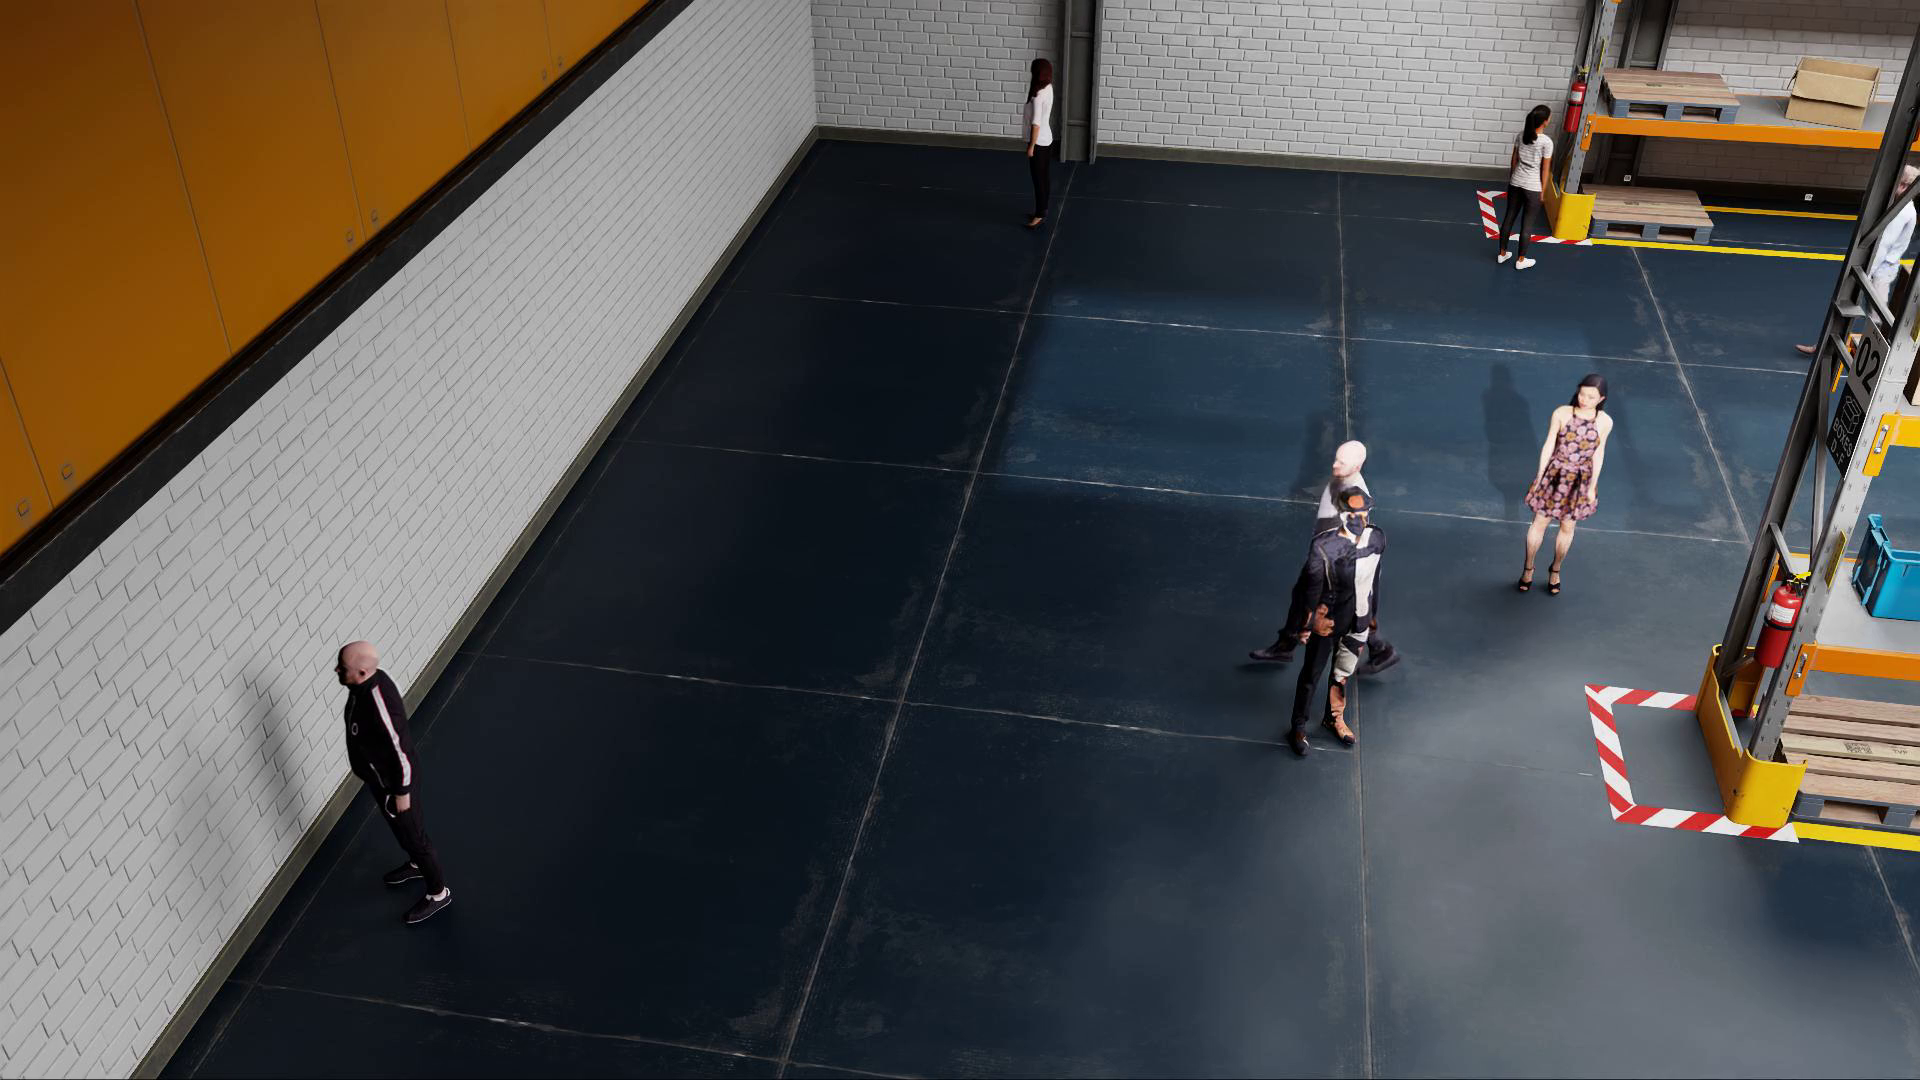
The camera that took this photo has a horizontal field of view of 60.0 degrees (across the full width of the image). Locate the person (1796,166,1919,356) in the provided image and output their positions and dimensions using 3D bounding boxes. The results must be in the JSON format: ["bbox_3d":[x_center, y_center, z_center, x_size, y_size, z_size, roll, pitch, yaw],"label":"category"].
[{"bbox_3d":[8.143,-2.325,14.566,1.265,1.861,0.831,12,35,17],"label":"person"}]

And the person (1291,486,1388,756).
[{"bbox_3d":[2.347,0.486,10.310,0.700,1.891,0.842,-10,35,-14],"label":"person"}]

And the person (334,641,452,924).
[{"bbox_3d":[-3.112,1.296,9.140,0.812,1.836,0.767,-19,38,-26],"label":"person"}]

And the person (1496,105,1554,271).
[{"bbox_3d":[5.644,-3.527,16.568,0.703,1.646,0.634,-23,40,-31],"label":"person"}]

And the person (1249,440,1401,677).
[{"bbox_3d":[2.569,0.159,10.883,1.257,1.801,0.793,1,34,1],"label":"person"}]

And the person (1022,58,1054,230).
[{"bbox_3d":[0.840,-4.136,17.349,0.530,1.795,0.617,8,34,12],"label":"person"}]

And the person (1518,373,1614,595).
[{"bbox_3d":[4.274,-0.392,11.734,0.615,1.775,0.731,8,34,12],"label":"person"}]
